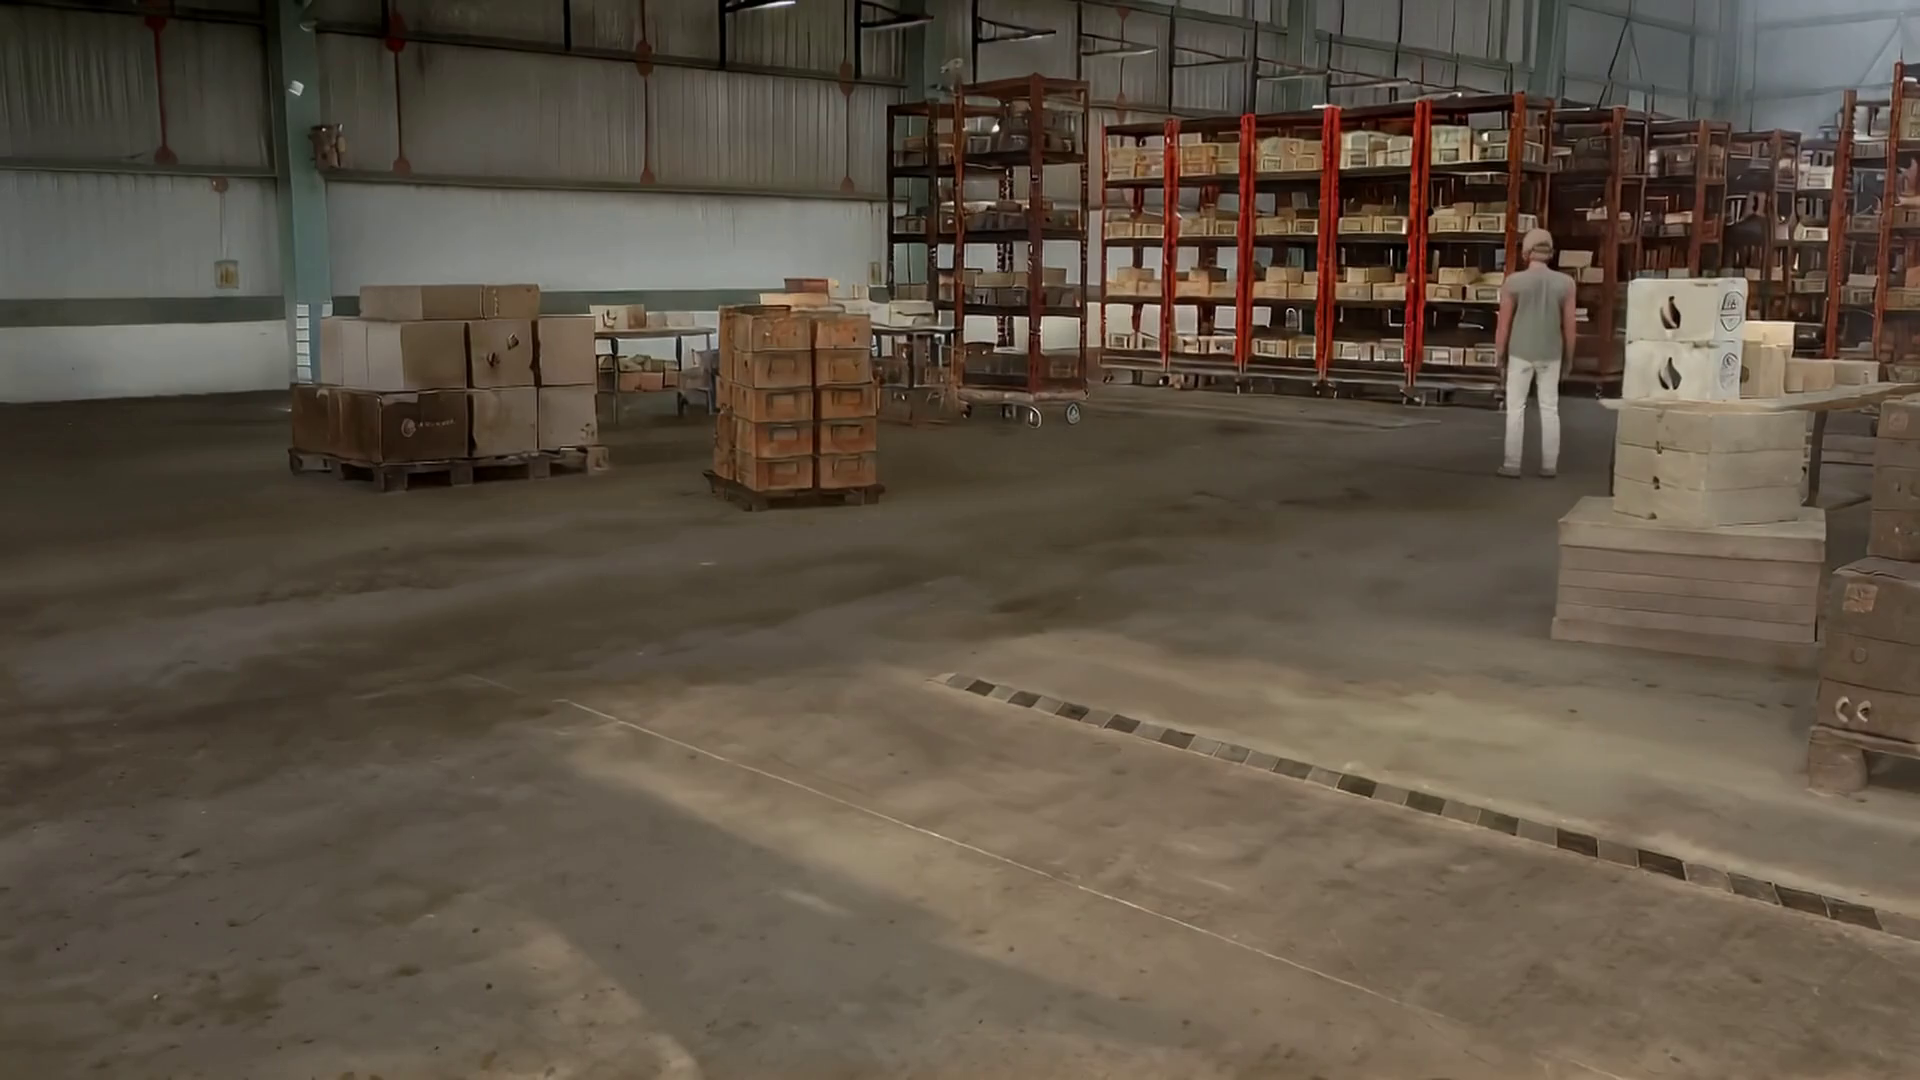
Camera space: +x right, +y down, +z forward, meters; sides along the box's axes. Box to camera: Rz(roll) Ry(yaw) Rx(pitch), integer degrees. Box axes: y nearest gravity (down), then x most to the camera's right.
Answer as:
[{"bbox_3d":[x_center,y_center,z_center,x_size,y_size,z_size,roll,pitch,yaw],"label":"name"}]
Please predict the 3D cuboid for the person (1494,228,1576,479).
[{"bbox_3d":[4.541,-1.466,13.157,0.633,1.981,0.437,0,9,-2],"label":"person"}]
